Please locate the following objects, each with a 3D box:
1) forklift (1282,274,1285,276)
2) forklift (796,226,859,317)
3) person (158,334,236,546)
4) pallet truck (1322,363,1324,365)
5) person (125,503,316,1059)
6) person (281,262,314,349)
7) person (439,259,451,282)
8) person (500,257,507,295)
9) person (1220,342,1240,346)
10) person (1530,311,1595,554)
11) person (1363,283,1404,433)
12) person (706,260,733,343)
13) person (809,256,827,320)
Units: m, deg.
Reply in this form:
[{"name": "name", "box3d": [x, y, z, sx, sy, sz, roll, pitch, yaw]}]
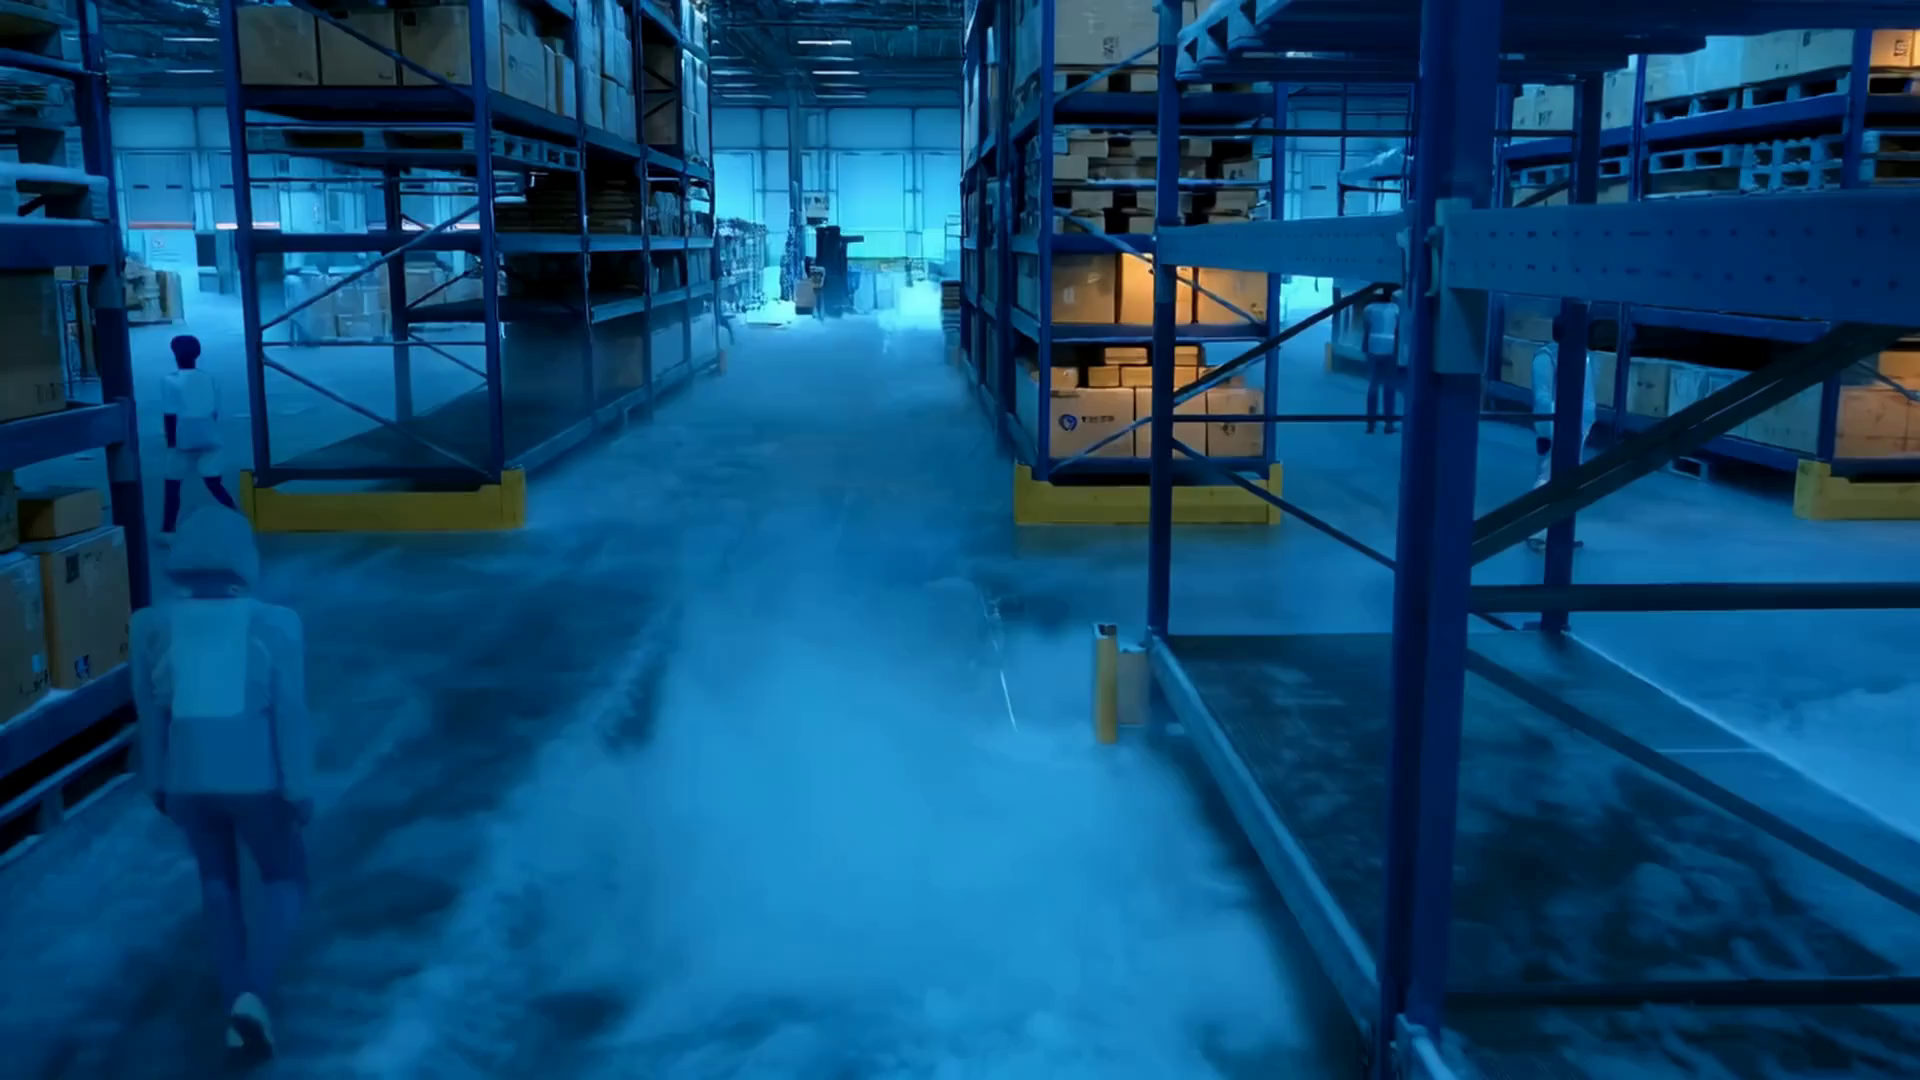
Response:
[{"name": "forklift", "box3d": [12.224, -10.385, 62.972, 1.129, 2.768, 1.873, 0, 10, -2]}, {"name": "forklift", "box3d": [-4.106, -8.376, 51.783, 1.873, 2.768, 1.129, 6, 12, 29]}, {"name": "person", "box3d": [-5.838, -0.753, 12.763, 0.806, 1.646, 0.533, 6, 12, 31]}, {"name": "pallet truck", "box3d": [7.712, -4.157, 30.737, 1.885, 1.965, 0.823, 3, 11, 16]}, {"name": "person", "box3d": [-2.086, 0.711, 4.699, 0.498, 1.617, 0.459, -1, 10, -5]}, {"name": "person", "box3d": [-14.521, -5.130, 36.430, 0.881, 1.908, 0.546, 5, 11, 24]}, {"name": "person", "box3d": [-14.713, -7.064, 47.375, 0.912, 1.833, 0.493, 5, 11, 26]}, {"name": "person", "box3d": [-14.473, -7.990, 52.392, 1.032, 1.878, 0.654, -5, 11, -25]}, {"name": "person", "box3d": [6.180, -5.334, 37.738, 0.544, 1.844, 0.833, -7, 12, -34]}, {"name": "person", "box3d": [4.541, -0.812, 12.537, 0.633, 1.843, 0.429, -9, 13, -41]}, {"name": "person", "box3d": [5.216, -2.265, 20.418, 0.383, 1.918, 0.597, -9, 13, -40]}, {"name": "person", "box3d": [-5.479, -5.376, 37.661, 0.624, 1.948, 0.744, 5, 11, 26]}, {"name": "person", "box3d": [-4.249, -7.521, 49.733, 0.584, 1.910, 0.391, -5, 11, -27]}]
